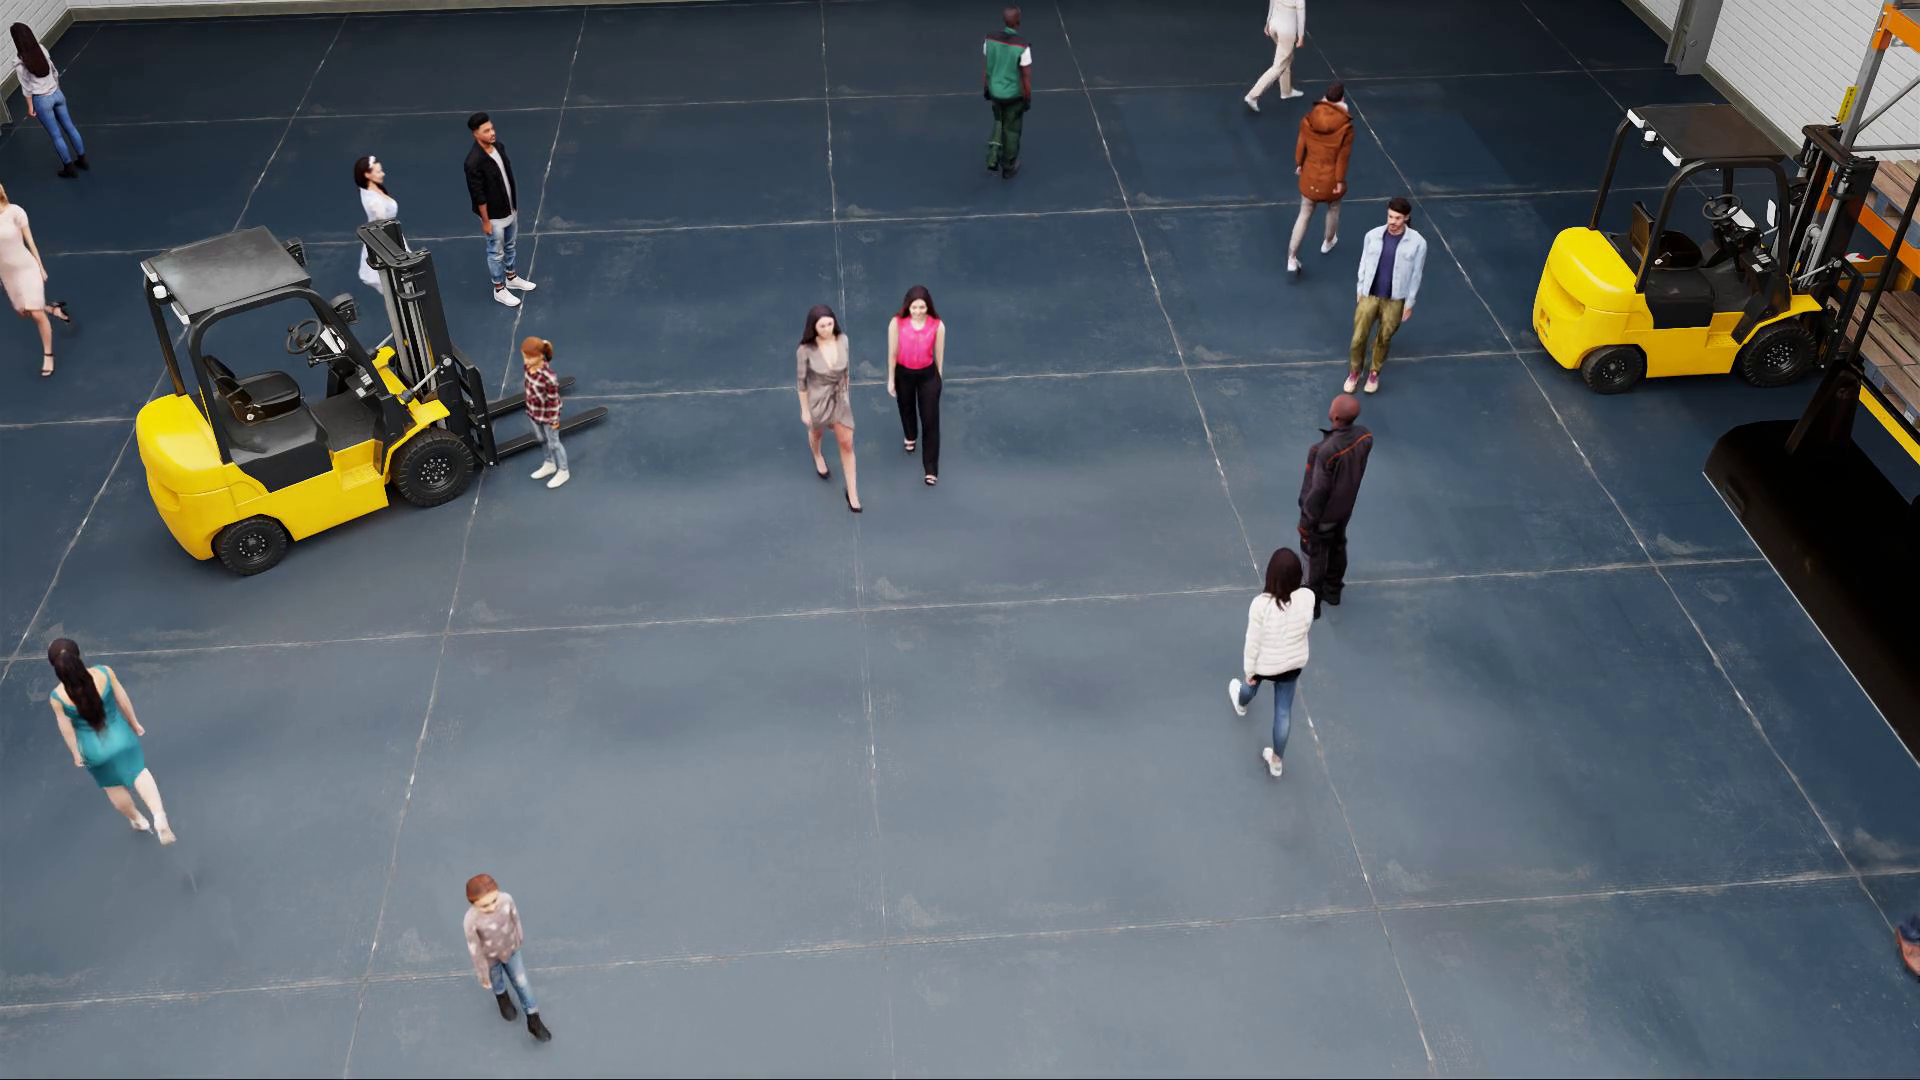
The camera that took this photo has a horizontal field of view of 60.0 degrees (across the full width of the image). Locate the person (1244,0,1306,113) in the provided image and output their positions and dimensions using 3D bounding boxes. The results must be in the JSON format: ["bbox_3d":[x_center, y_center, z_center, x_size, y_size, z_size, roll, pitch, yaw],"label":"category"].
[{"bbox_3d":[3.509,-5.626,18.329,1.043,1.839,1.200,-18,42,-21],"label":"person"}]

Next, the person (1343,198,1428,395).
[{"bbox_3d":[3.573,-2.064,13.902,0.793,1.798,0.807,14,41,17],"label":"person"}]

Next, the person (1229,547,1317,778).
[{"bbox_3d":[2.015,0.798,10.480,0.649,1.596,1.055,-5,39,-6],"label":"person"}]

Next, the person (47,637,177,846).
[{"bbox_3d":[-5.020,1.246,9.858,0.891,1.674,0.818,30,48,32],"label":"person"}]

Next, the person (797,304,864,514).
[{"bbox_3d":[-1.063,-1.079,12.756,0.870,1.690,1.164,-17,42,-20],"label":"person"}]

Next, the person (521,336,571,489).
[{"bbox_3d":[-3.245,-1.033,13.005,0.632,1.306,0.697,31,48,33],"label":"person"}]

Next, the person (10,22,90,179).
[{"bbox_3d":[-9.387,-4.533,17.127,0.733,1.633,0.601,14,41,17],"label":"person"}]

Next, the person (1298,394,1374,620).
[{"bbox_3d":[2.586,-0.239,11.595,0.796,1.825,0.817,-29,47,-31],"label":"person"}]

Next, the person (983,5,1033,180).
[{"bbox_3d":[0.443,-4.515,16.945,0.866,1.831,0.919,19,42,22],"label":"person"}]

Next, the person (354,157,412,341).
[{"bbox_3d":[-4.947,-2.461,14.387,0.876,1.813,0.791,-19,42,-22],"label":"person"}]

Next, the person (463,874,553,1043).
[{"bbox_3d":[-2.550,2.201,9.061,0.684,1.175,0.802,-24,45,-27],"label":"person"}]

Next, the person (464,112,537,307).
[{"bbox_3d":[-4.227,-3.033,15.104,0.836,1.813,0.683,11,40,14],"label":"person"}]

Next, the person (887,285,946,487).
[{"bbox_3d":[-0.357,-1.294,13.091,0.664,1.608,1.099,1,39,1],"label":"person"}]

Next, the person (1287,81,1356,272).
[{"bbox_3d":[3.337,-3.325,15.484,1.151,1.795,1.291,21,43,24],"label":"person"}]

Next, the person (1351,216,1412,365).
[{"bbox_3d":[3.721,-2.248,14.431,0.873,1.425,1.031,20,43,23],"label":"person"}]

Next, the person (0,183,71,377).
[{"bbox_3d":[-7.990,-2.317,14.207,0.583,1.813,0.944,-3,39,-4],"label":"person"}]
